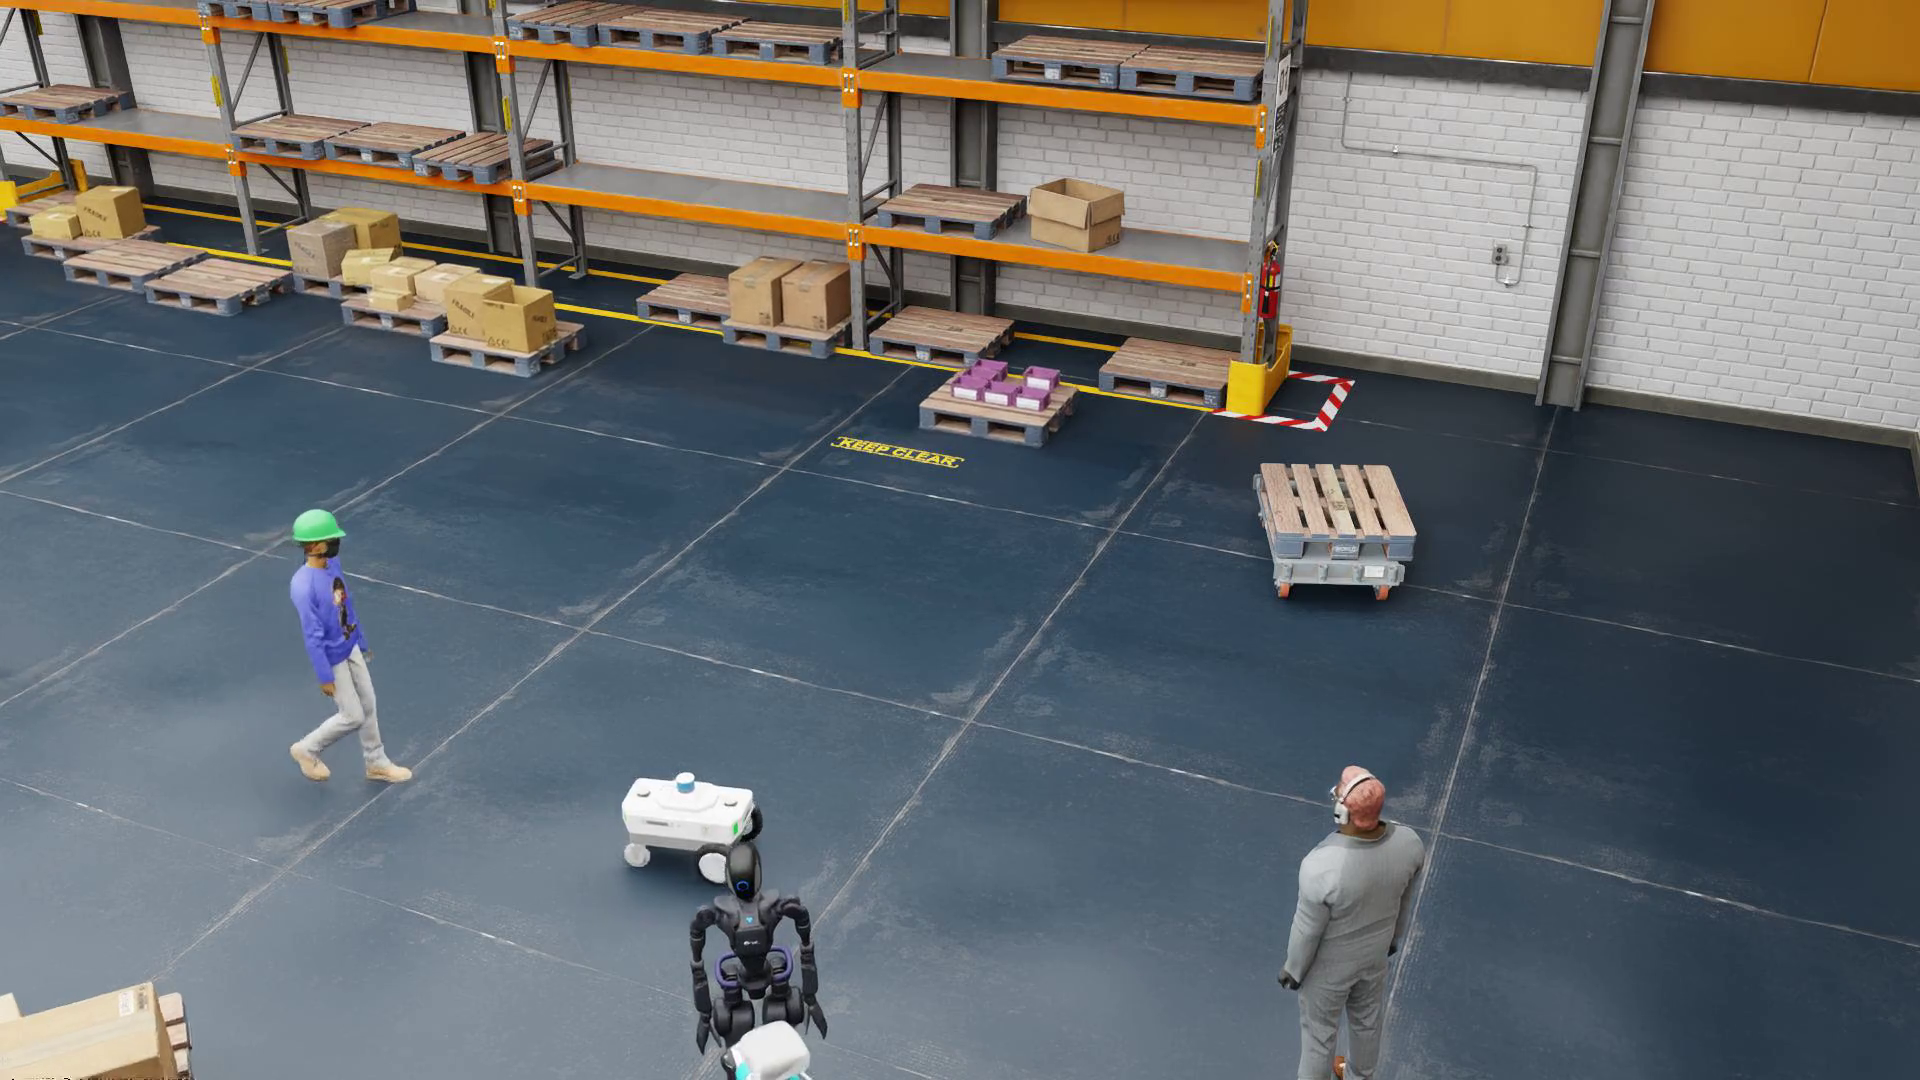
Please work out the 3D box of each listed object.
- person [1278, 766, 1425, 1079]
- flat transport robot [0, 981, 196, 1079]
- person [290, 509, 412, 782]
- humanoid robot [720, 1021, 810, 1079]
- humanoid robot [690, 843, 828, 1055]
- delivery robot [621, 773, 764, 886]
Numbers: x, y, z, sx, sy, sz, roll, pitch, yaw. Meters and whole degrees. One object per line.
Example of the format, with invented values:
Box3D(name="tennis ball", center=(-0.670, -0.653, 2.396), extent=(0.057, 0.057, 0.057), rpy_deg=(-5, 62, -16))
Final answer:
Box3D(name="person", center=(1.732, 1.846, 7.567), extent=(0.639, 1.910, 0.410), rpy_deg=(-12, 30, -22))
Box3D(name="flat transport robot", center=(-4.068, 2.795, 7.511), extent=(0.659, 0.231, 1.431), rpy_deg=(-13, 30, -23))
Box3D(name="person", center=(-3.725, 0.672, 9.907), extent=(0.601, 1.851, 0.477), rpy_deg=(3, 27, 5))
Box3D(name="humanoid robot", center=(-0.501, 2.521, 6.499), extent=(0.760, 1.832, 0.536), rpy_deg=(-23, 35, -37))
Box3D(name="humanoid robot", center=(-0.892, 2.055, 7.406), extent=(0.588, 1.655, 0.340), rpy_deg=(-5, 28, -10))
Box3D(name="delivery robot", center=(-1.540, 1.595, 9.501), extent=(0.756, 0.571, 0.499), rpy_deg=(5, 28, 9))
